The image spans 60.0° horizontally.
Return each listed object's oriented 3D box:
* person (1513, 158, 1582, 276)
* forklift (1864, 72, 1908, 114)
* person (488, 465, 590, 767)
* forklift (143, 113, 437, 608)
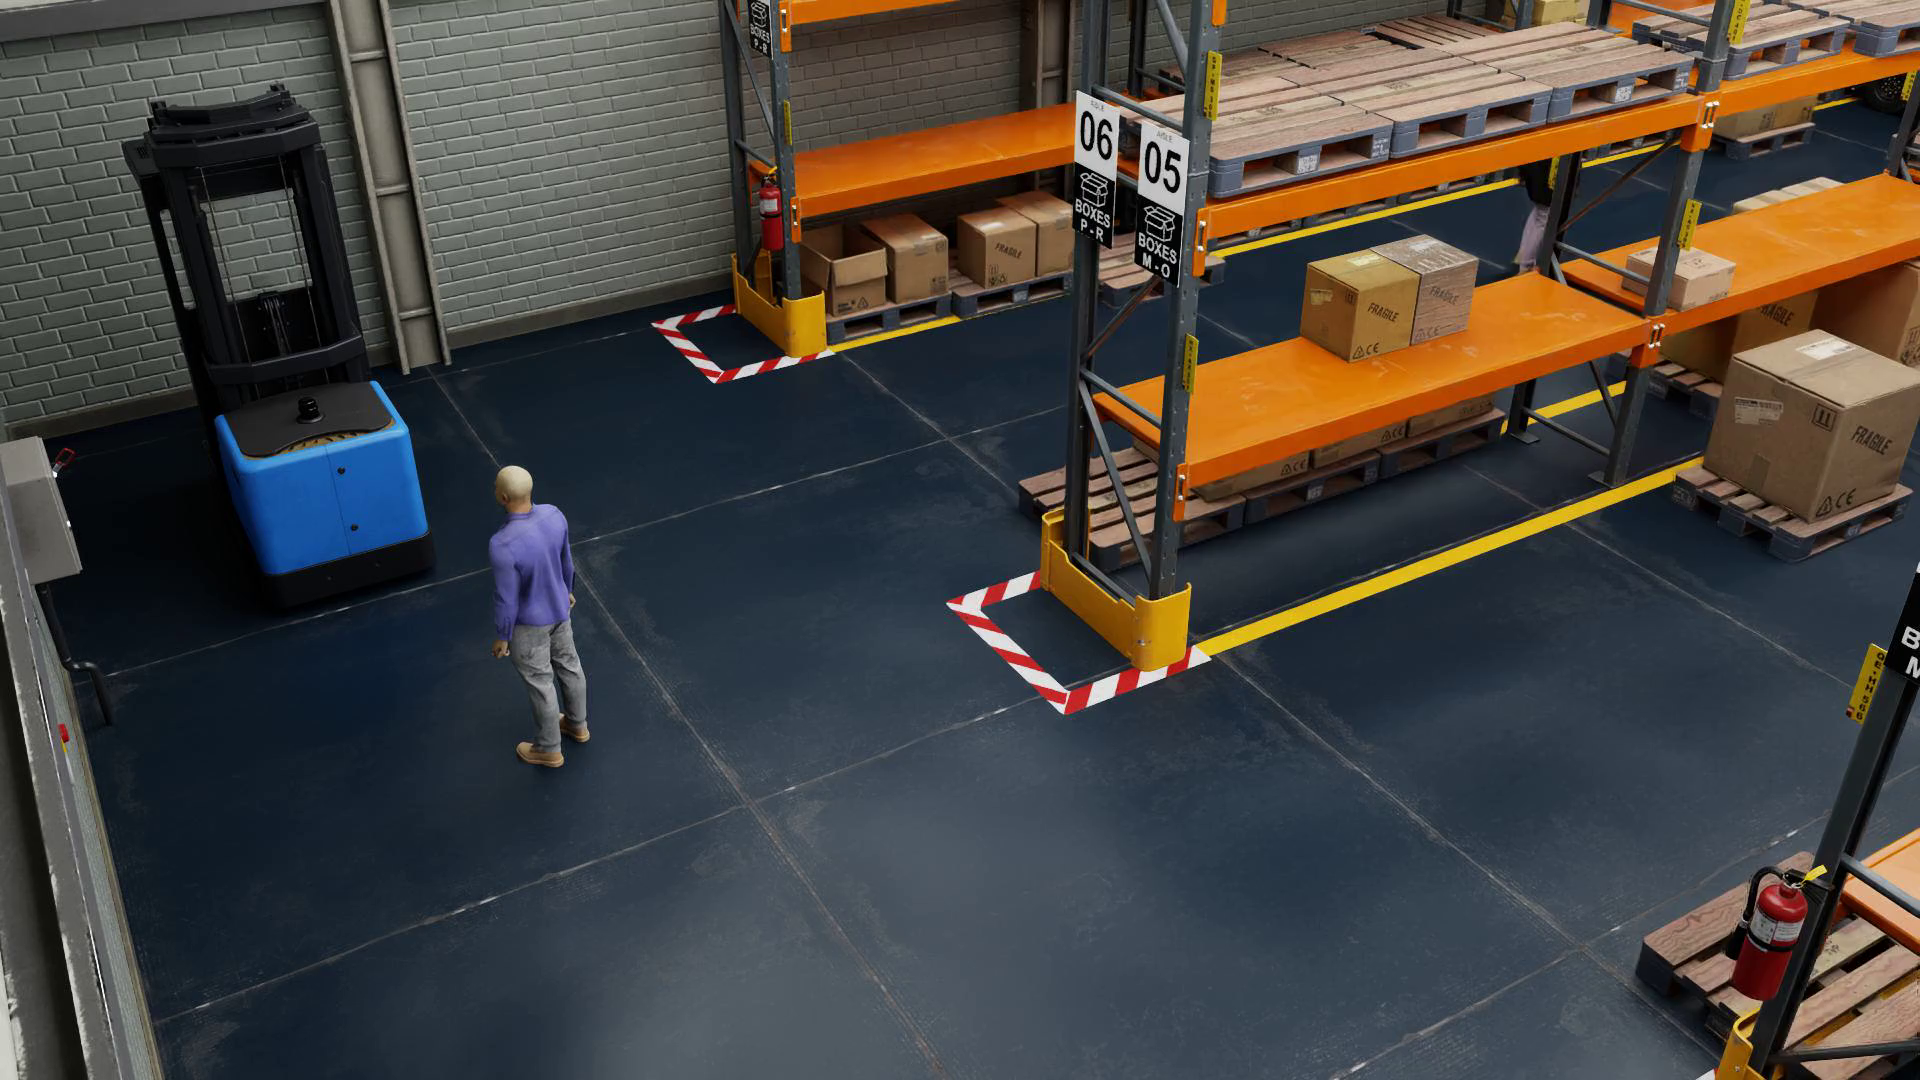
[{"bbox_3d":[5.185,-3.170,14.575,0.499,1.836,0.560,-17,36,-26],"label":"person"},{"bbox_3d":[11.468,-5.645,18.244,1.214,2.155,2.313,-17,36,-26],"label":"forklift"},{"bbox_3d":[-2.230,0.408,8.827,0.395,1.799,0.589,16,35,24],"label":"person"},{"bbox_3d":[-4.289,-1.259,10.509,1.129,2.768,1.873,-17,36,-26],"label":"forklift"}]
